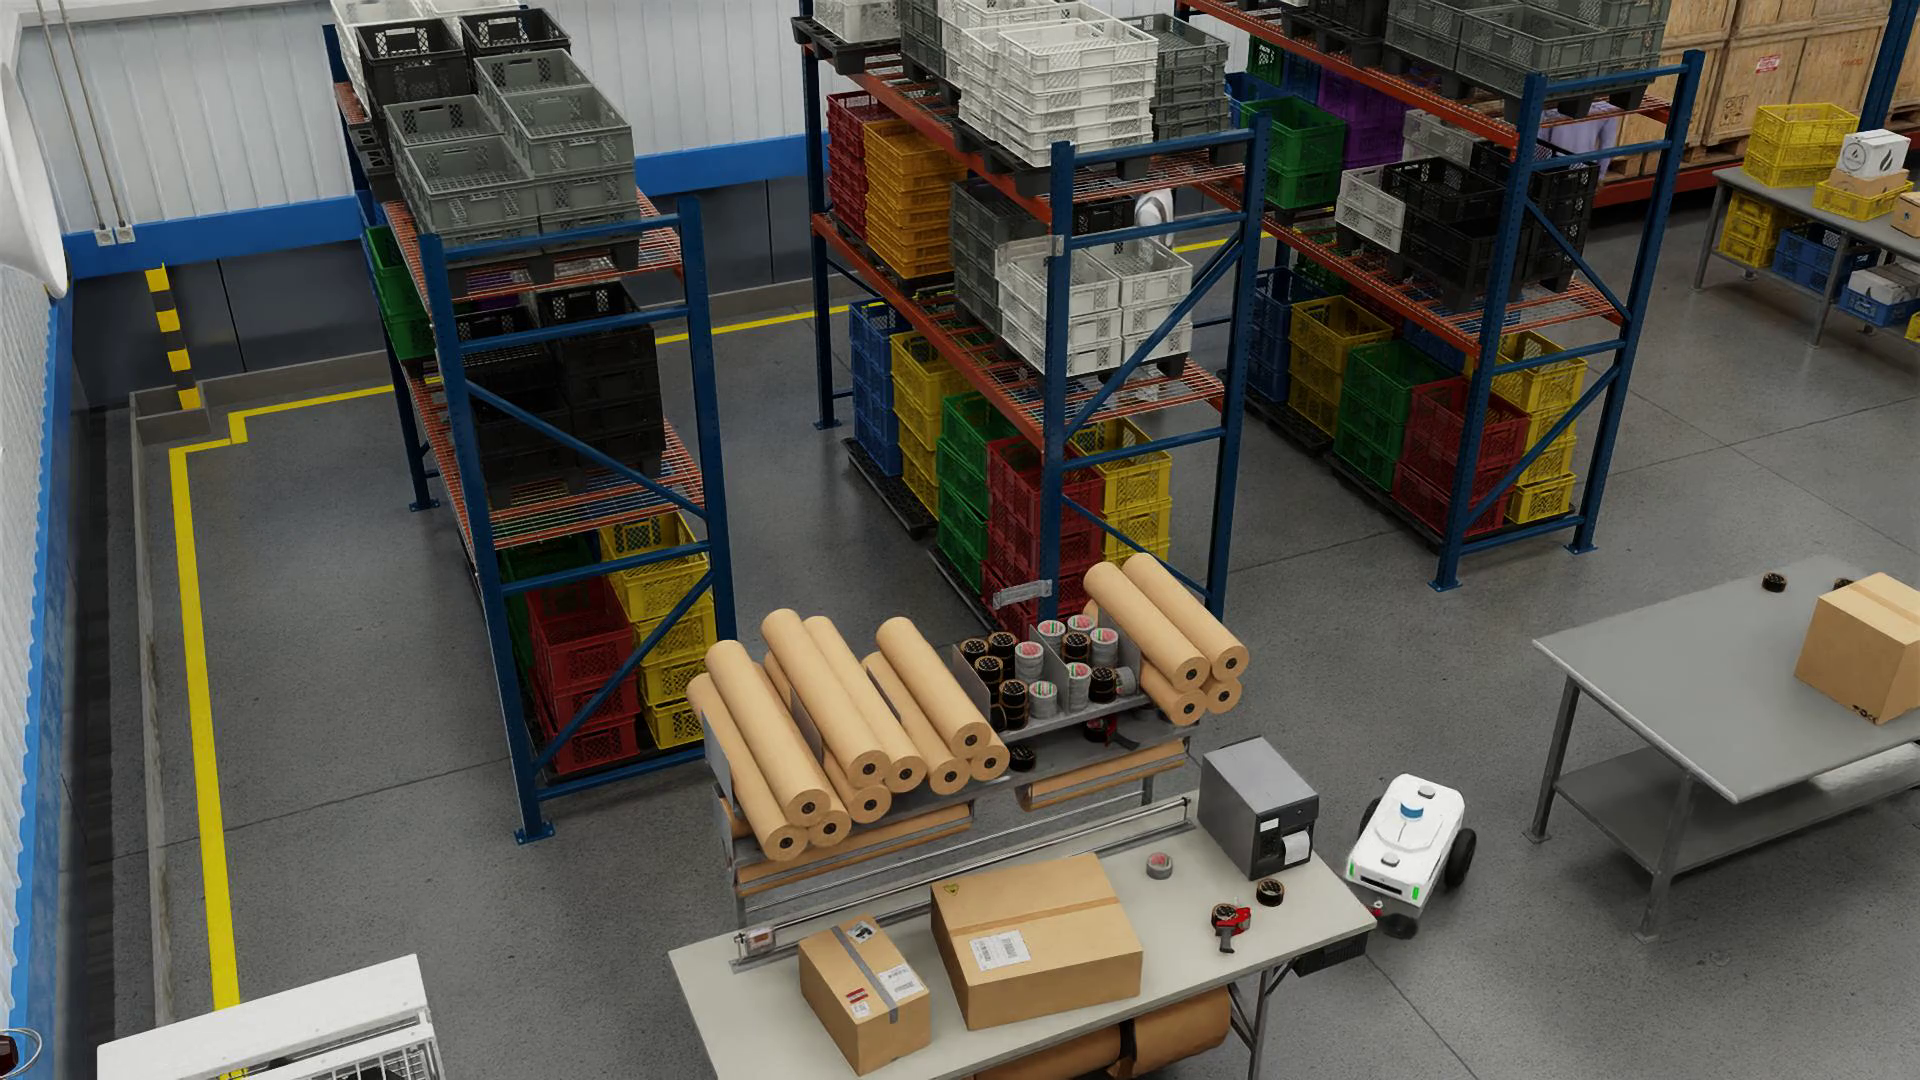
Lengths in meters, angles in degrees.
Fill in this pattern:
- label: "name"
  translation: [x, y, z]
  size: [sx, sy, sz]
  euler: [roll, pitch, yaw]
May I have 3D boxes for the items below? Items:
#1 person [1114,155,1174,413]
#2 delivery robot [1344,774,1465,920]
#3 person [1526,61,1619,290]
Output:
- label: "person"
  translation: [1.271, -1.777, 11.323]
  size: [0.349, 1.874, 0.567]
  euler: [8, 33, 13]
- label: "delivery robot"
  translation: [1.981, 1.350, 7.397]
  size: [0.477, 0.478, 0.707]
  euler: [17, 35, 26]
- label: "person"
  translation: [4.767, -2.896, 13.076]
  size: [0.627, 1.933, 0.376]
  euler: [11, 33, 17]
